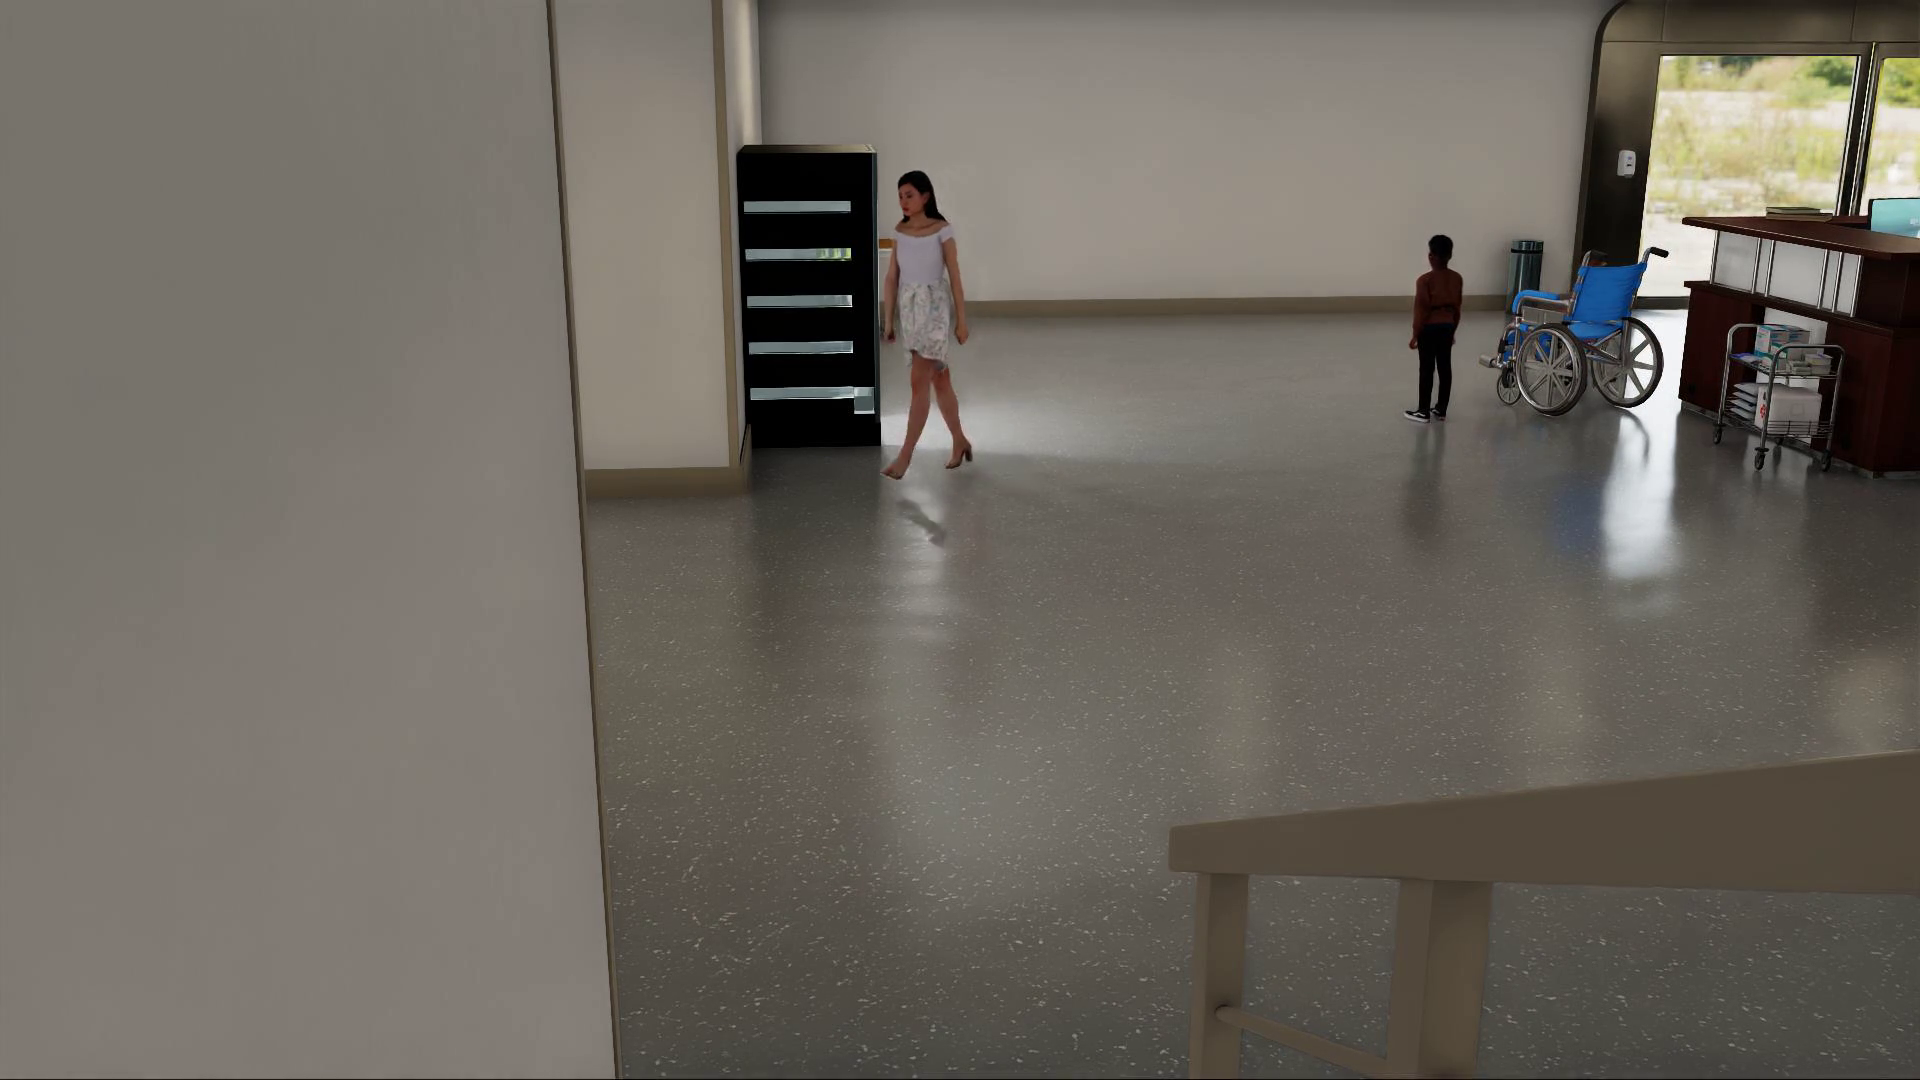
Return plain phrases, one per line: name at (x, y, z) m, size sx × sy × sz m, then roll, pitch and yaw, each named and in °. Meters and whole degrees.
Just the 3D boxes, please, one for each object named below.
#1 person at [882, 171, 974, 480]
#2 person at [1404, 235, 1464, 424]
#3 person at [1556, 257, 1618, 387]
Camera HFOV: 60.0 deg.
person at (-0.143, -1.224, 9.641) m, size 1.050 × 1.733 × 1.167 m, roll 10°, pitch 19°, yaw 32°
person at (3.220, -1.431, 11.253) m, size 0.569 × 1.256 × 0.547 m, roll -6°, pitch 17°, yaw -20°
person at (4.596, -1.623, 12.404) m, size 0.497 × 1.001 × 0.598 m, roll -2°, pitch 16°, yaw -8°
